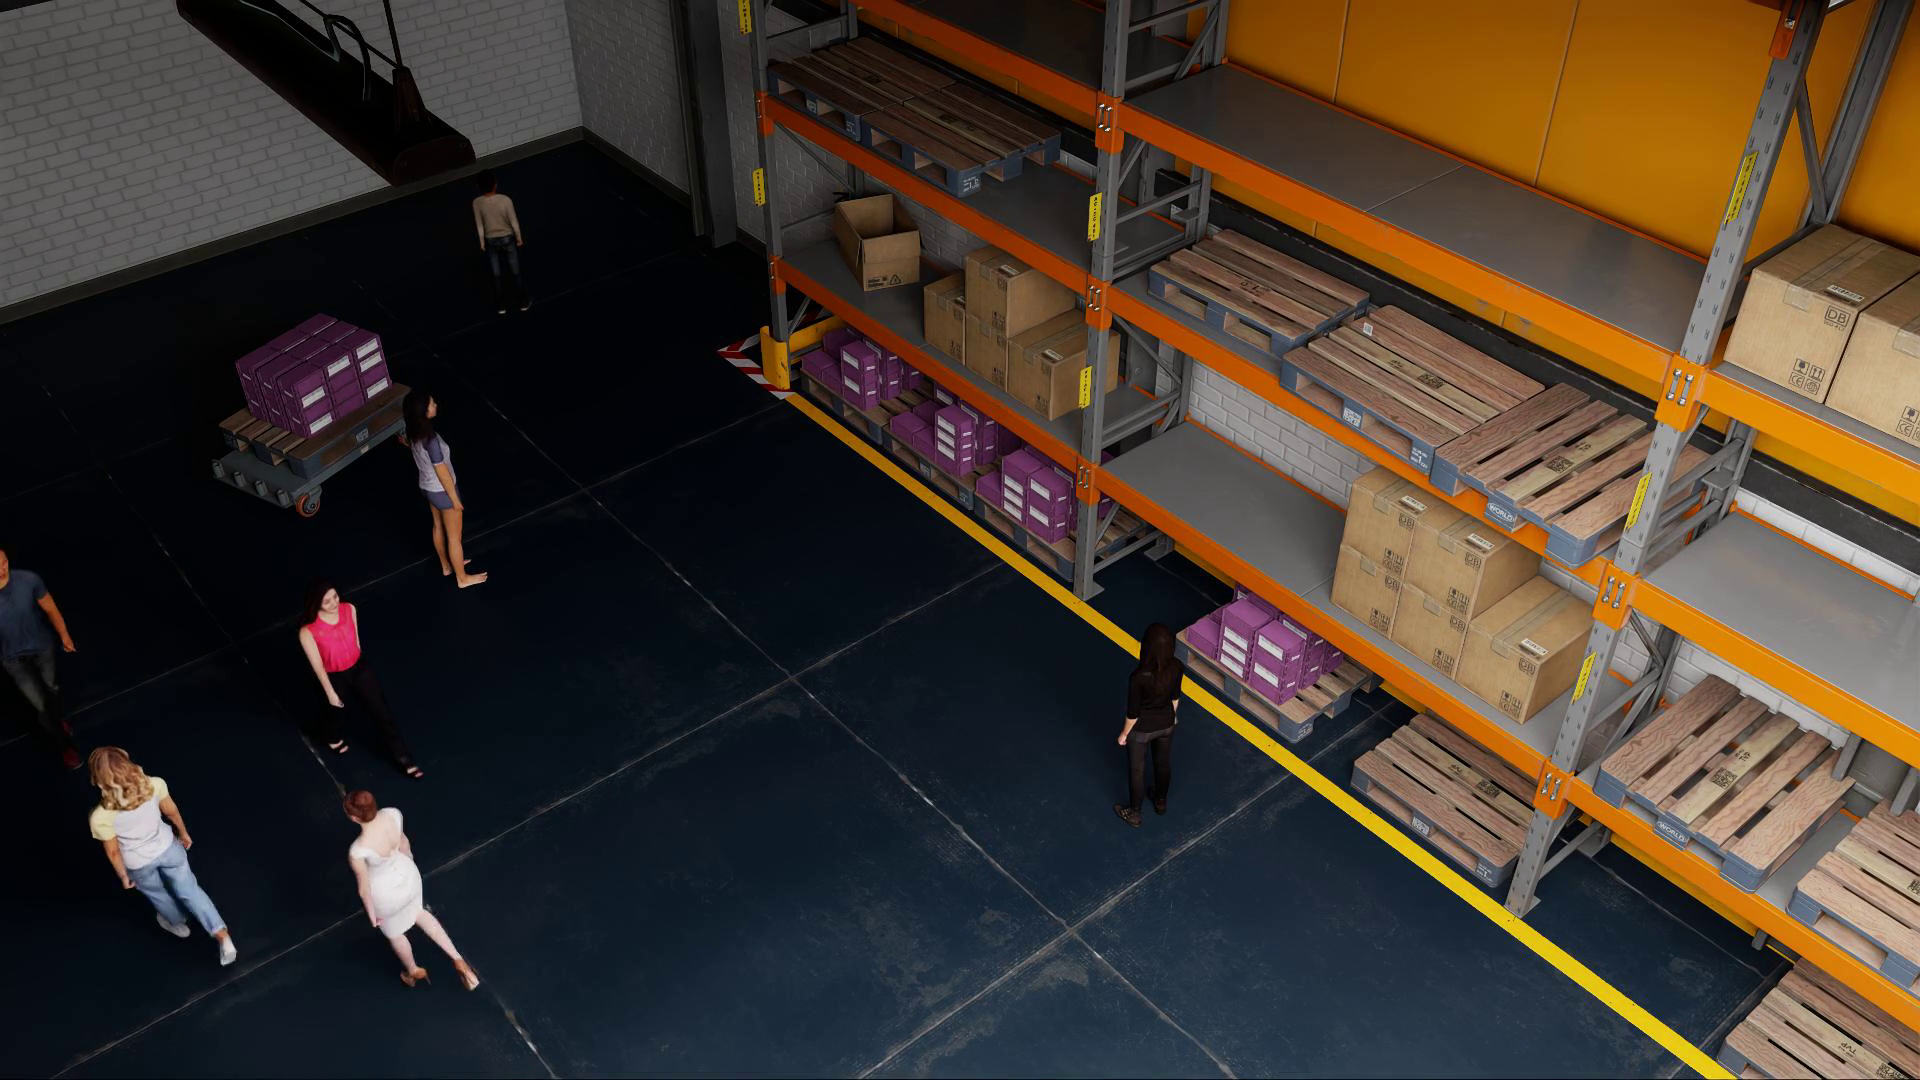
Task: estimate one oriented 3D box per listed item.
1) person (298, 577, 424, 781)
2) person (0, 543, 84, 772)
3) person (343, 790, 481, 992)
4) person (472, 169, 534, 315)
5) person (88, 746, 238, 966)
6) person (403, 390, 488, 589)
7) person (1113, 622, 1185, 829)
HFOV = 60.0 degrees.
[{"bbox_3d":[-4.146,0.910,11.039,1.145,1.616,0.739,25,45,28],"label":"person"},{"bbox_3d":[-6.344,0.682,11.191,0.964,1.784,0.758,32,48,33],"label":"person"},{"bbox_3d":[-3.149,2.045,9.488,0.946,1.779,0.774,18,42,21],"label":"person"},{"bbox_3d":[-4.393,-2.845,15.862,0.627,1.464,0.640,-7,39,-9],"label":"person"},{"bbox_3d":[-4.679,1.892,9.741,1.118,1.702,0.799,25,45,28],"label":"person"},{"bbox_3d":[-3.939,-0.394,12.578,0.645,1.734,0.446,-30,47,-32],"label":"person"},{"bbox_3d":[1.229,1.188,10.671,0.626,1.642,0.565,-18,42,-21],"label":"person"}]
